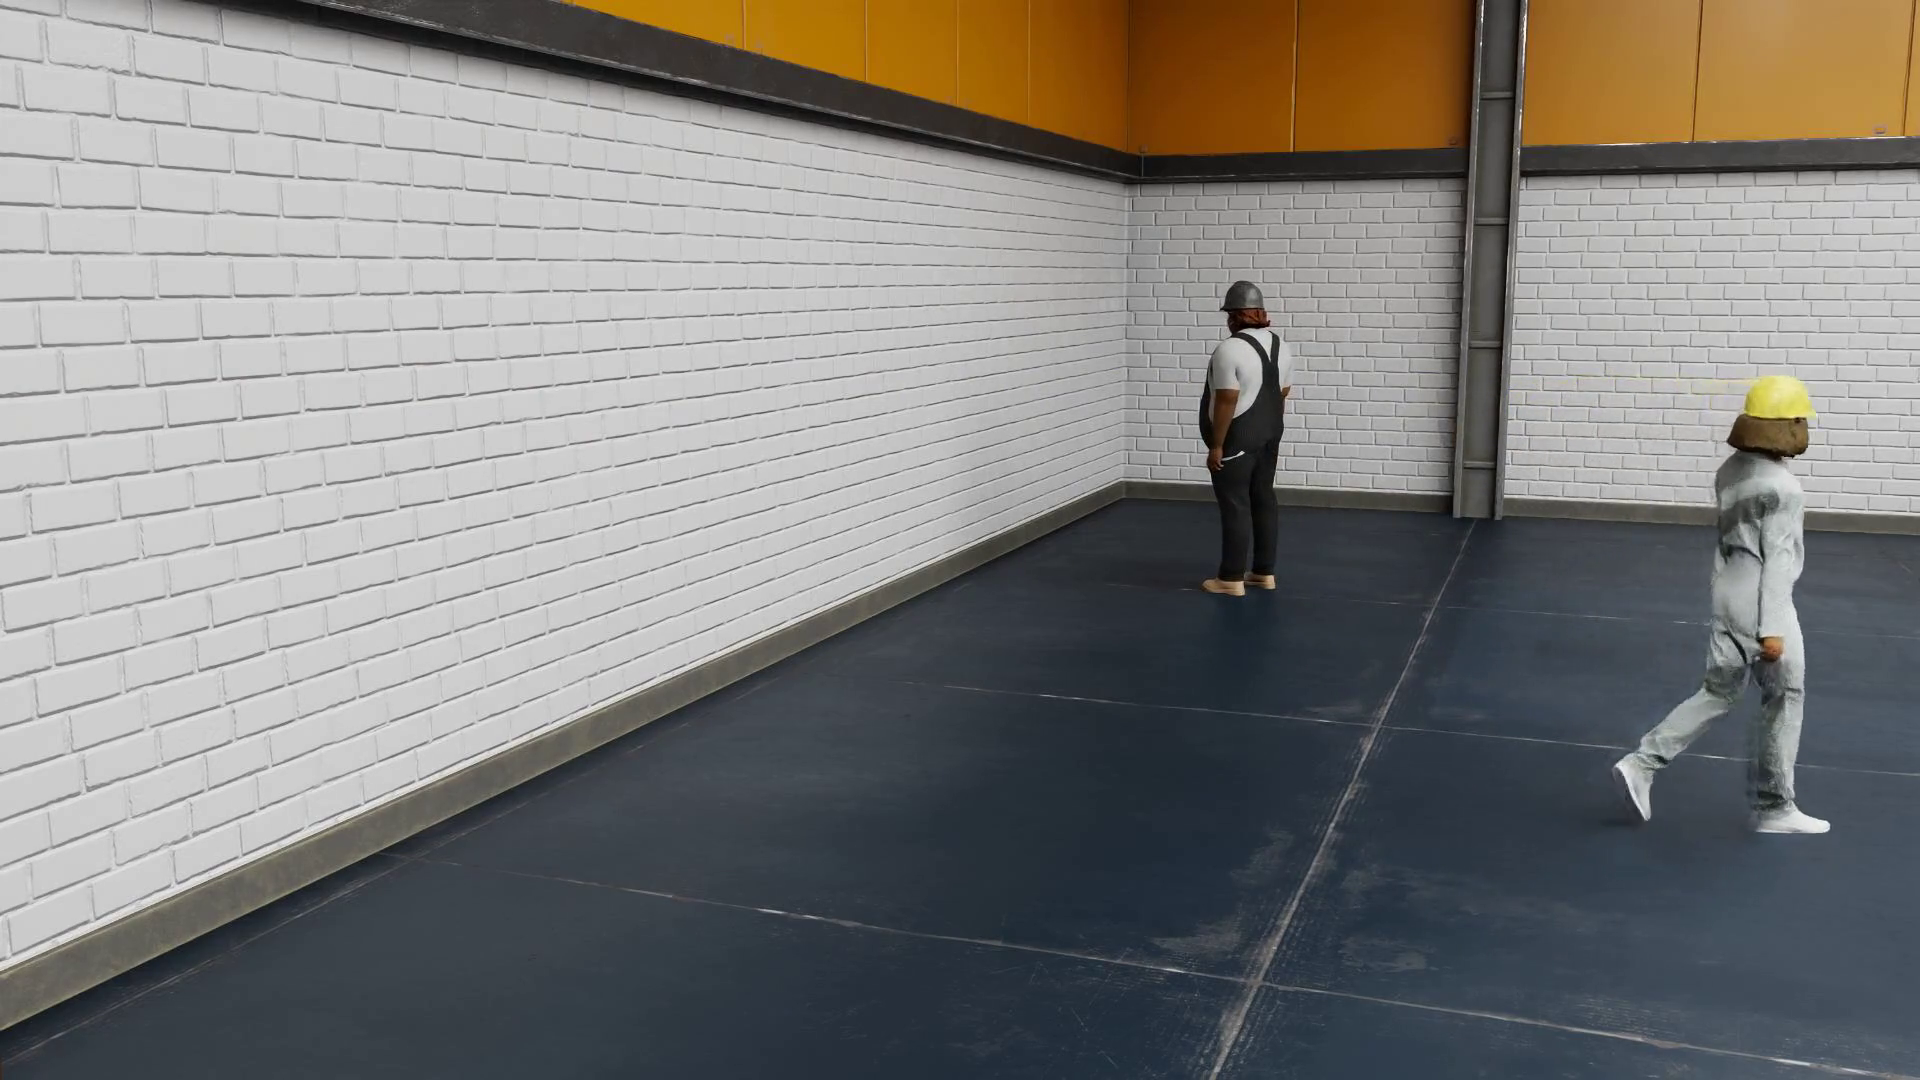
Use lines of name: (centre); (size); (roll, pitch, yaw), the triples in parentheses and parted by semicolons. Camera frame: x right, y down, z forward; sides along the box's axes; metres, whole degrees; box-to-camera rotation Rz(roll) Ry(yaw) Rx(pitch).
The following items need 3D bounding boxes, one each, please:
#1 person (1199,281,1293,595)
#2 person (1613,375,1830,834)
person: (1.815, -0.669, 10.861); (0.688, 2.000, 0.535); (-8, 12, -41)
person: (2.850, 0.249, 6.101); (0.732, 1.716, 0.493); (-1, 9, -5)
